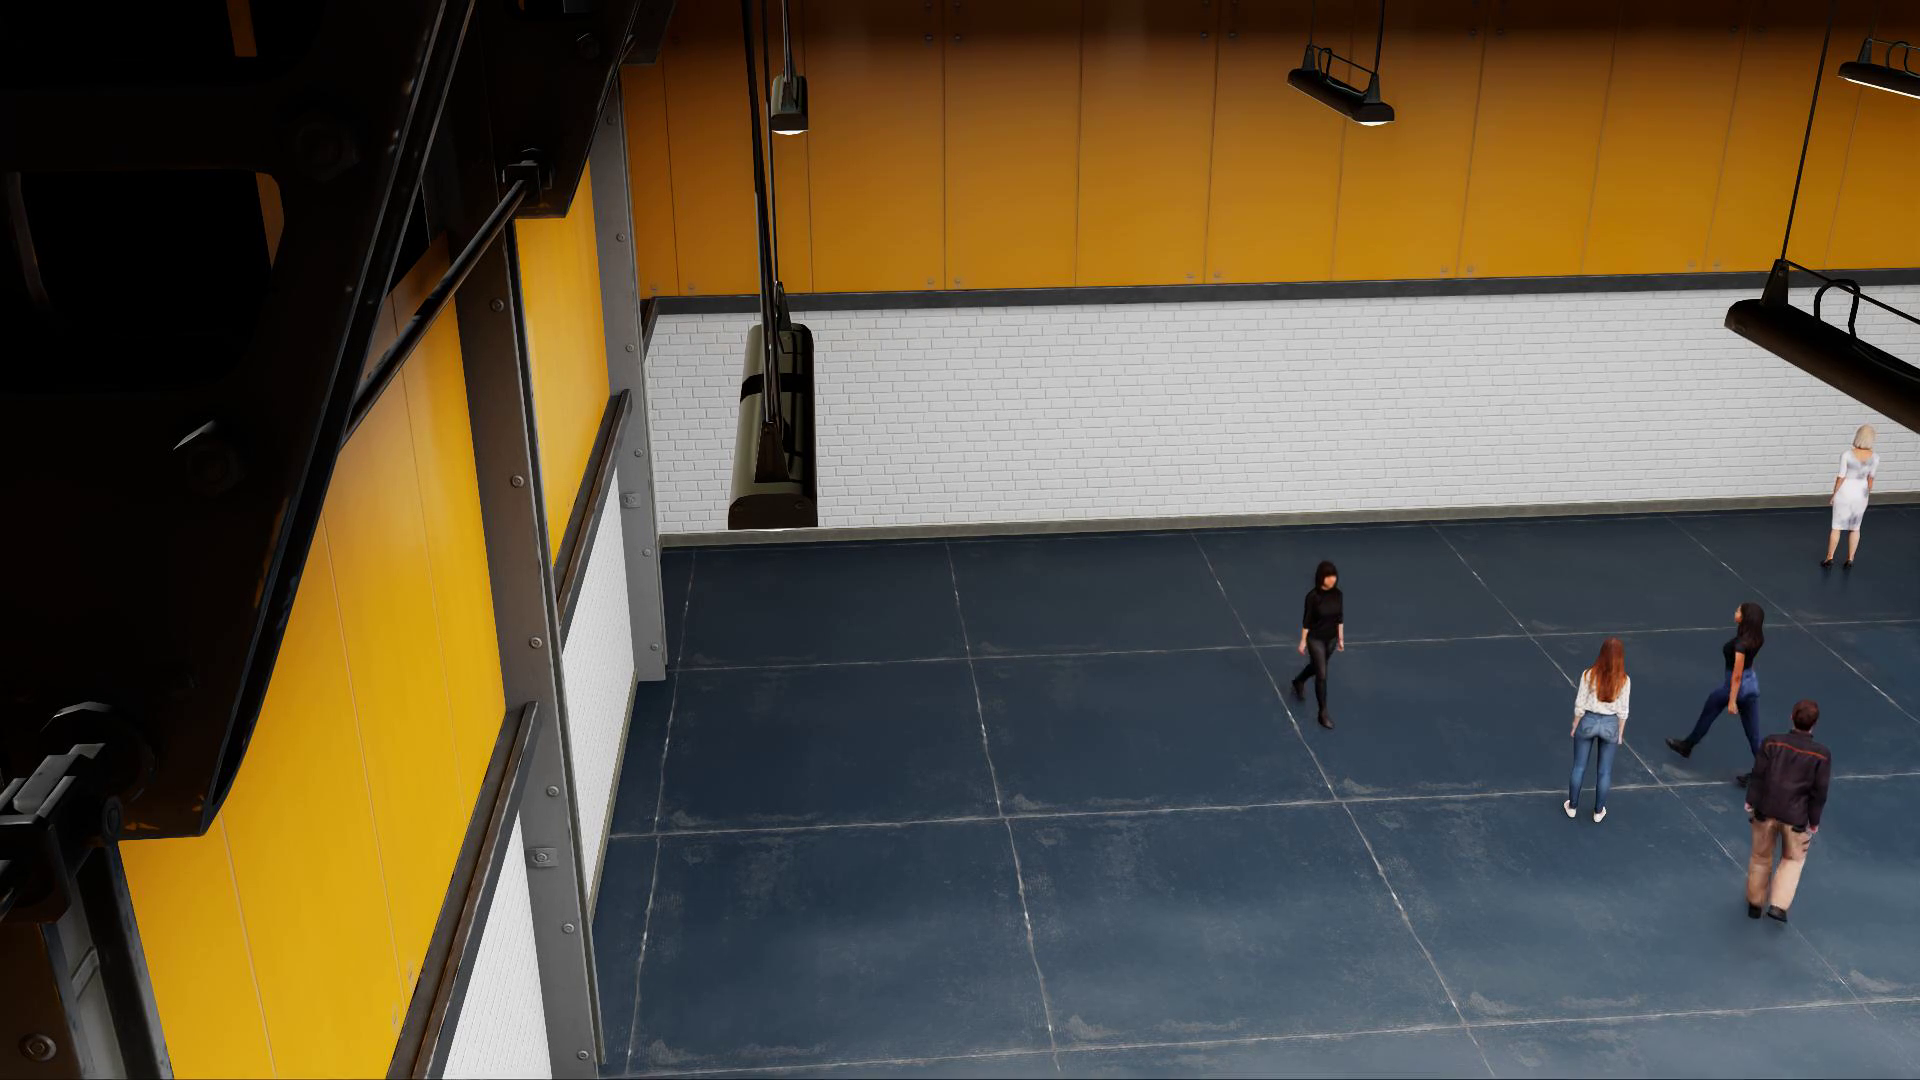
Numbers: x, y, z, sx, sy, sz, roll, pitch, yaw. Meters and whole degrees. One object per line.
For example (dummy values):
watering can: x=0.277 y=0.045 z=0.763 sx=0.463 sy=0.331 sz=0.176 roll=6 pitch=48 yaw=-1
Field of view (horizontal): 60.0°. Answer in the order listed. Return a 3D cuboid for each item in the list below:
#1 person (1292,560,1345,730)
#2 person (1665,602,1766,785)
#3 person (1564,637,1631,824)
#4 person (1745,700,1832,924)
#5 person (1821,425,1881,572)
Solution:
person: x=3.419 y=0.928 z=15.917 sx=0.794 sy=1.611 sz=1.116 roll=-9 pitch=25 yaw=-20
person: x=6.978 y=1.403 z=14.740 sx=1.030 sy=1.682 sz=1.251 roll=-17 pitch=29 yaw=-34
person: x=5.456 y=1.607 z=14.217 sx=0.650 sy=1.729 sz=0.637 roll=8 pitch=25 yaw=18
person: x=6.304 y=2.134 z=12.779 sx=0.903 sy=1.914 sz=0.967 roll=12 pitch=26 yaw=25
person: x=10.174 y=-0.485 z=18.975 sx=0.616 sy=1.751 sz=0.586 roll=4 pitch=24 yaw=10
